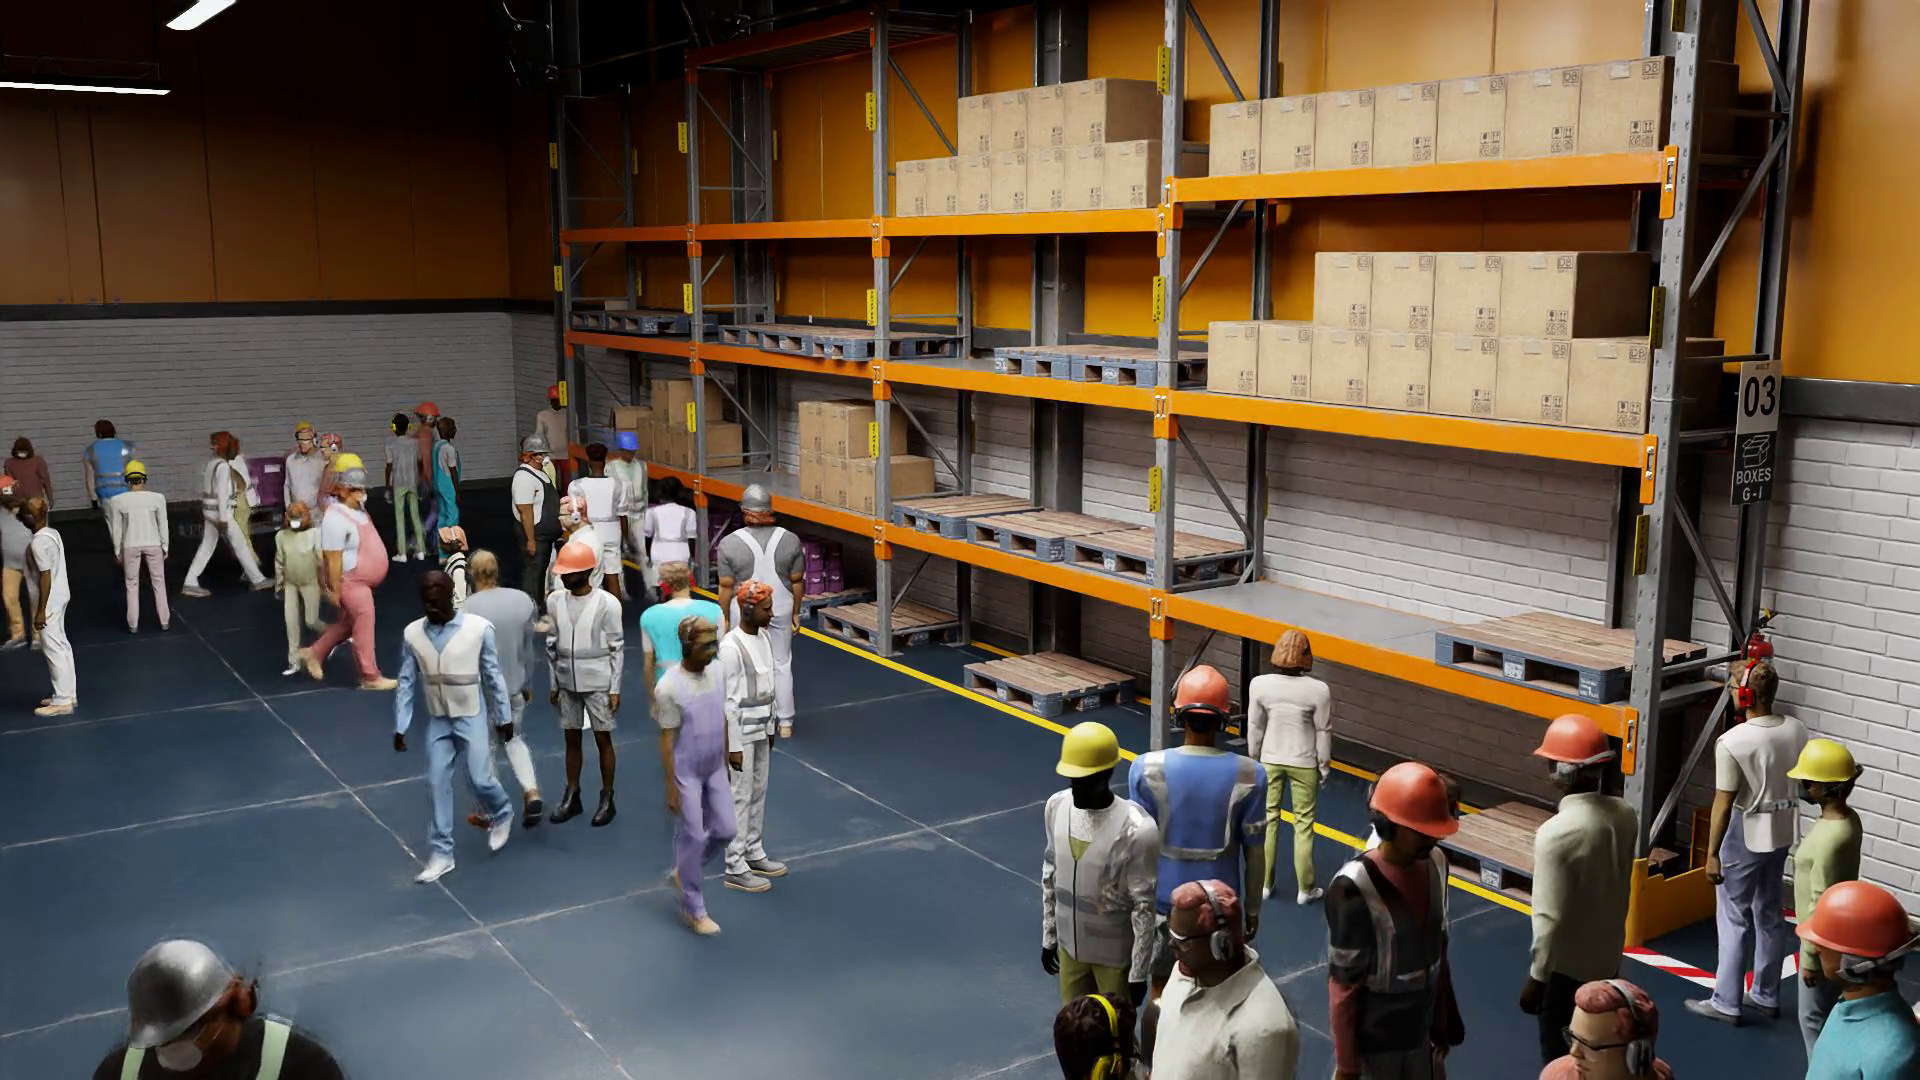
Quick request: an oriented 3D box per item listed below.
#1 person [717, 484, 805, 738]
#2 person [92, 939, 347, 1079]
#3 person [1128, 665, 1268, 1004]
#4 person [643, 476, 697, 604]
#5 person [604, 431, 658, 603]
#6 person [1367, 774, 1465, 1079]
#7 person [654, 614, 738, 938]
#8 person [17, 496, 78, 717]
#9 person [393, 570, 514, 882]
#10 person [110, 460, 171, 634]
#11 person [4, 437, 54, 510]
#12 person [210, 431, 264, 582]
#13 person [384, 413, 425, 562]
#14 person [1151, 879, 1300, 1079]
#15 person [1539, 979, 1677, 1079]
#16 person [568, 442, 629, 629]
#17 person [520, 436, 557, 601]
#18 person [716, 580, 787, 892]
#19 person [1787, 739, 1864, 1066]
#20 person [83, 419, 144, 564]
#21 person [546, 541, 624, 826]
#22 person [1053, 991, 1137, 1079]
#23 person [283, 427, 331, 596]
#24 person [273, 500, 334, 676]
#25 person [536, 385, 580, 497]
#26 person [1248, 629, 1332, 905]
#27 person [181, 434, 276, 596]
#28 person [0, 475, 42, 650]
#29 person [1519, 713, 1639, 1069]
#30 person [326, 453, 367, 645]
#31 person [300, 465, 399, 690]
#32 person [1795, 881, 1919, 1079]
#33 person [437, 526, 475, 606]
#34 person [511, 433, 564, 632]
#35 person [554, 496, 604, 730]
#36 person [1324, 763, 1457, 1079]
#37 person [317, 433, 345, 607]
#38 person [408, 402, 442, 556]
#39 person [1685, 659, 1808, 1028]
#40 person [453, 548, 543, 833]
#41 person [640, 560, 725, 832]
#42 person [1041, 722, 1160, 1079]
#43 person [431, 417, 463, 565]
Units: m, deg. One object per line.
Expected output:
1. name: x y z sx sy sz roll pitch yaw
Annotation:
1. person: -1.587 0.563 13.113 0.688 2.000 0.538 -3 10 -19
2. person: -2.028 2.004 4.653 0.751 2.000 1.002 -2 10 -10
3. person: 1.029 1.557 7.318 0.608 2.040 0.399 0 10 3
4. person: -2.858 0.201 16.409 0.536 1.646 0.903 -1 10 -6
5. person: -3.576 -0.229 18.123 0.618 1.912 0.827 -9 13 -41
6. person: 1.808 1.781 6.699 0.967 1.787 0.599 0 10 -2
7. person: -1.498 1.303 9.359 0.434 1.834 0.527 9 13 42
8. person: -7.580 0.544 13.811 0.327 1.840 0.517 -3 10 -16
9. person: -3.121 1.123 10.322 0.648 1.879 0.745 2 10 13
10. person: -8.293 0.070 16.846 0.523 1.759 0.351 -5 11 -26
11. person: -11.578 -0.502 20.705 0.517 1.582 0.851 -1 10 -7
12. person: -8.397 -0.377 19.283 0.480 1.808 0.588 -5 11 -25
13. person: -6.940 -0.652 20.775 0.322 1.863 0.529 9 13 44
14. person: 0.782 1.981 5.233 0.401 1.895 0.653 -3 10 -18
15. person: 1.767 2.100 4.535 0.399 1.898 0.649 -4 11 -24
16. person: -3.614 0.000 16.680 0.599 1.958 0.377 -3 10 -18
17. person: -4.688 -0.240 18.455 0.430 1.837 0.629 1 10 5
18. person: -1.270 1.167 10.053 0.356 1.879 0.581 3 10 17
19. person: 3.701 1.717 7.177 0.340 1.761 0.528 7 12 35
20. person: -10.380 -0.570 20.423 0.646 1.821 0.647 -3 10 -19
21. person: -2.515 0.956 11.121 0.547 1.934 0.376 3 10 15
22. person: 0.341 2.118 4.509 0.328 1.865 0.519 -6 11 -30
23. person: -7.284 -0.317 18.671 0.643 1.909 0.410 1 10 6
24. person: -5.989 0.413 15.241 0.526 1.617 0.500 2 10 9
25. person: -5.701 -1.206 23.630 0.612 1.994 0.395 -2 10 -12
26. person: 1.942 1.330 9.802 0.497 1.634 0.279 5 11 26
27. person: -8.299 -0.275 18.704 1.033 1.817 0.651 -8 13 -40
28. person: -9.102 0.221 16.129 0.599 1.707 0.324 1 10 6
29. person: 2.473 1.674 6.733 0.622 1.990 0.403 -8 12 -38
30. person: -5.887 0.106 16.198 0.502 1.910 0.586 0 10 -2
31. person: -5.423 0.307 14.613 0.820 2.000 0.682 -1 10 -6
32. person: 2.644 1.976 4.957 0.391 1.990 0.623 3 10 19
33. person: -4.084 0.687 13.589 0.313 1.634 0.514 -3 10 -19
34. person: -4.278 -0.089 16.942 0.535 2.000 0.681 0 10 -3
35. person: -3.071 0.580 13.448 0.398 1.898 0.646 -1 10 -7
36. person: 1.577 1.780 6.027 0.611 2.030 0.409 -8 12 -38
37. person: -6.784 -0.218 18.133 0.401 1.899 0.636 -4 10 -21
38. person: -6.704 -0.761 21.092 0.506 1.974 0.635 -4 10 -20
39. person: 3.917 1.503 8.206 0.565 1.836 0.391 -5 11 -25
40. person: -3.027 1.006 10.864 0.628 1.920 0.619 -9 13 -43
41. person: -1.810 1.043 11.007 0.634 1.801 0.728 1 10 8
42. person: 0.558 1.681 6.912 0.397 1.920 0.587 -9 14 -44
43. person: -6.288 -0.591 20.461 0.506 1.846 0.346 9 13 43
